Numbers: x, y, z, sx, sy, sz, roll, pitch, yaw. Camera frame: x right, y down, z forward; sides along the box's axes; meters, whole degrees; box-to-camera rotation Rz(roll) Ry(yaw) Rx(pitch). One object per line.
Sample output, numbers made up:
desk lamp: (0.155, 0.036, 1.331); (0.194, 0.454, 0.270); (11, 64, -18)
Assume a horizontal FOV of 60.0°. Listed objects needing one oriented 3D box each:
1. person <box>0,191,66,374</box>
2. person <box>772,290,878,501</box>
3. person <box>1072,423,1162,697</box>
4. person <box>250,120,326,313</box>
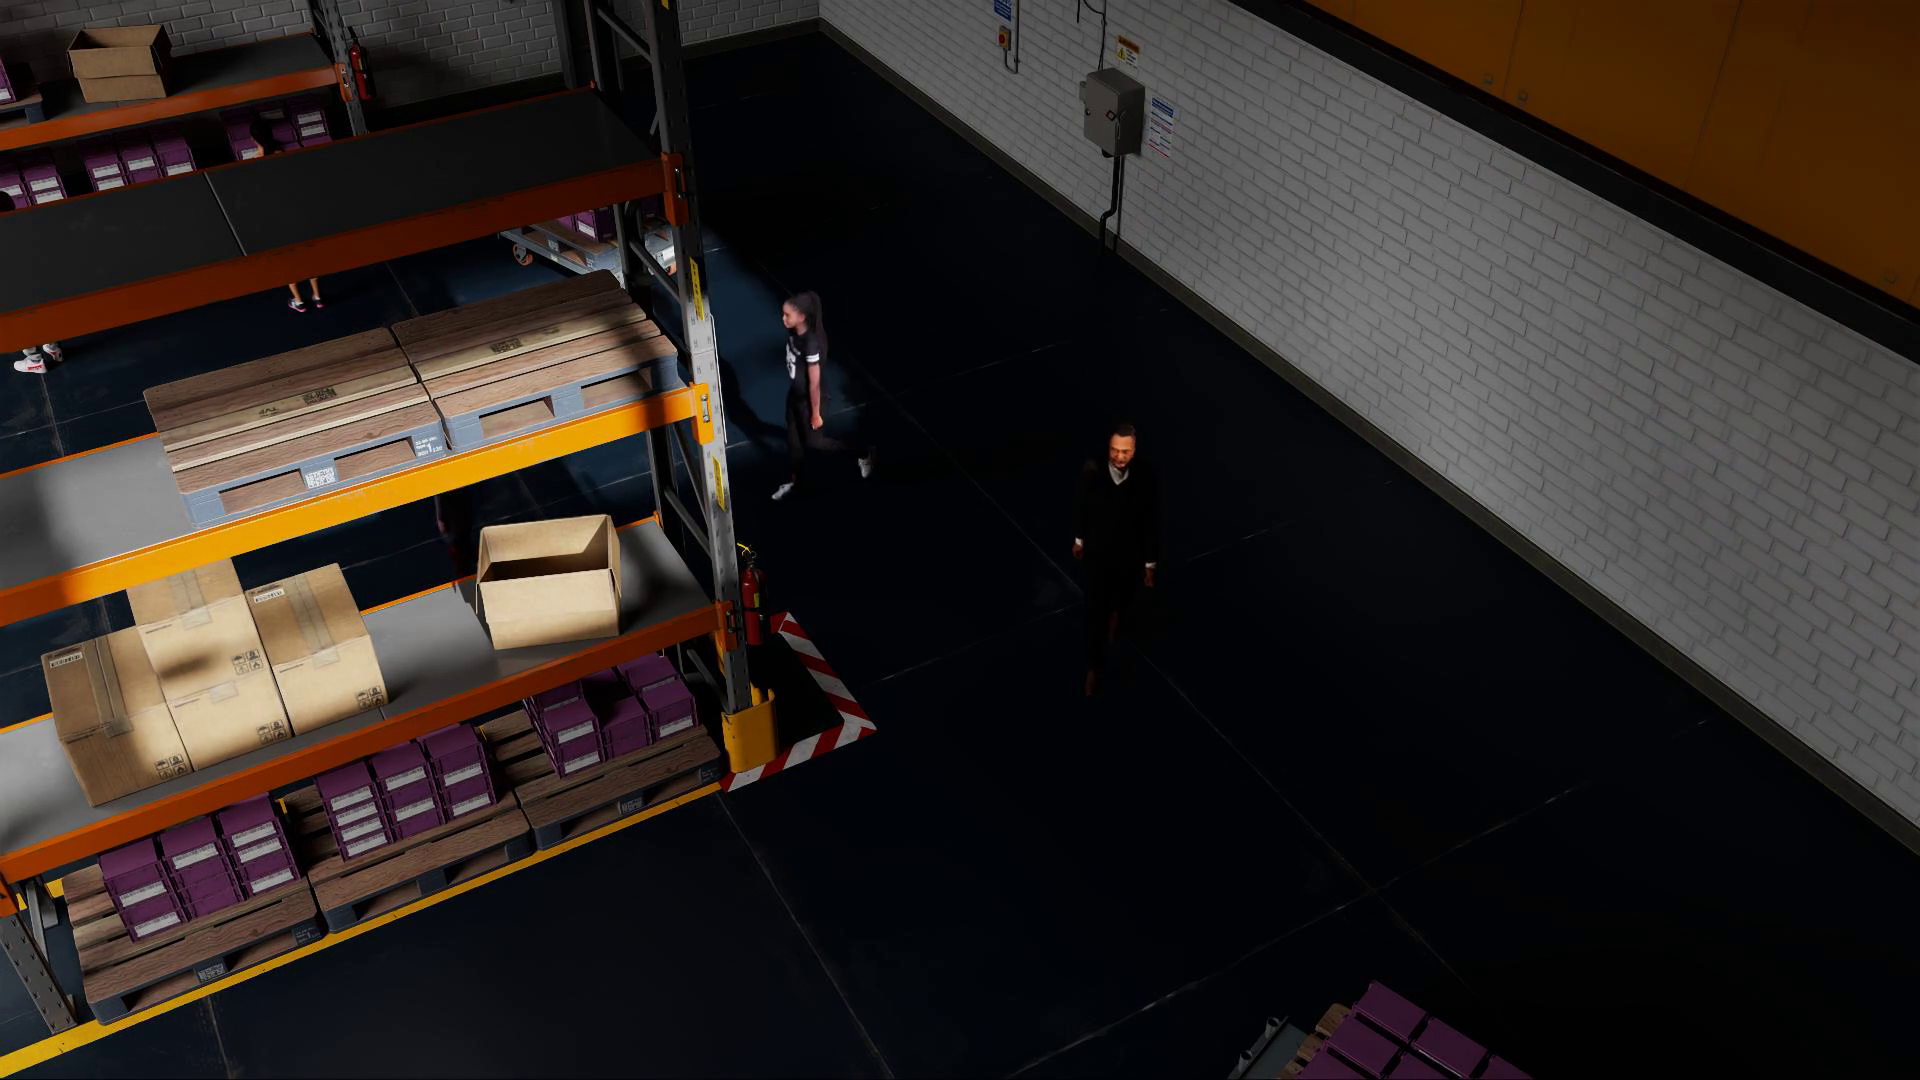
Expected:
person: (-7.727, -2.213, 13.497); (0.818, 1.819, 0.722); (16, 41, 19)
person: (-1.024, -1.040, 12.115); (1.043, 1.709, 0.681); (-16, 41, -19)
person: (1.021, 0.002, 10.699); (1.298, 1.850, 1.291); (6, 39, 7)
person: (-5.792, -2.771, 14.273); (0.477, 1.722, 0.628); (-23, 44, -26)
